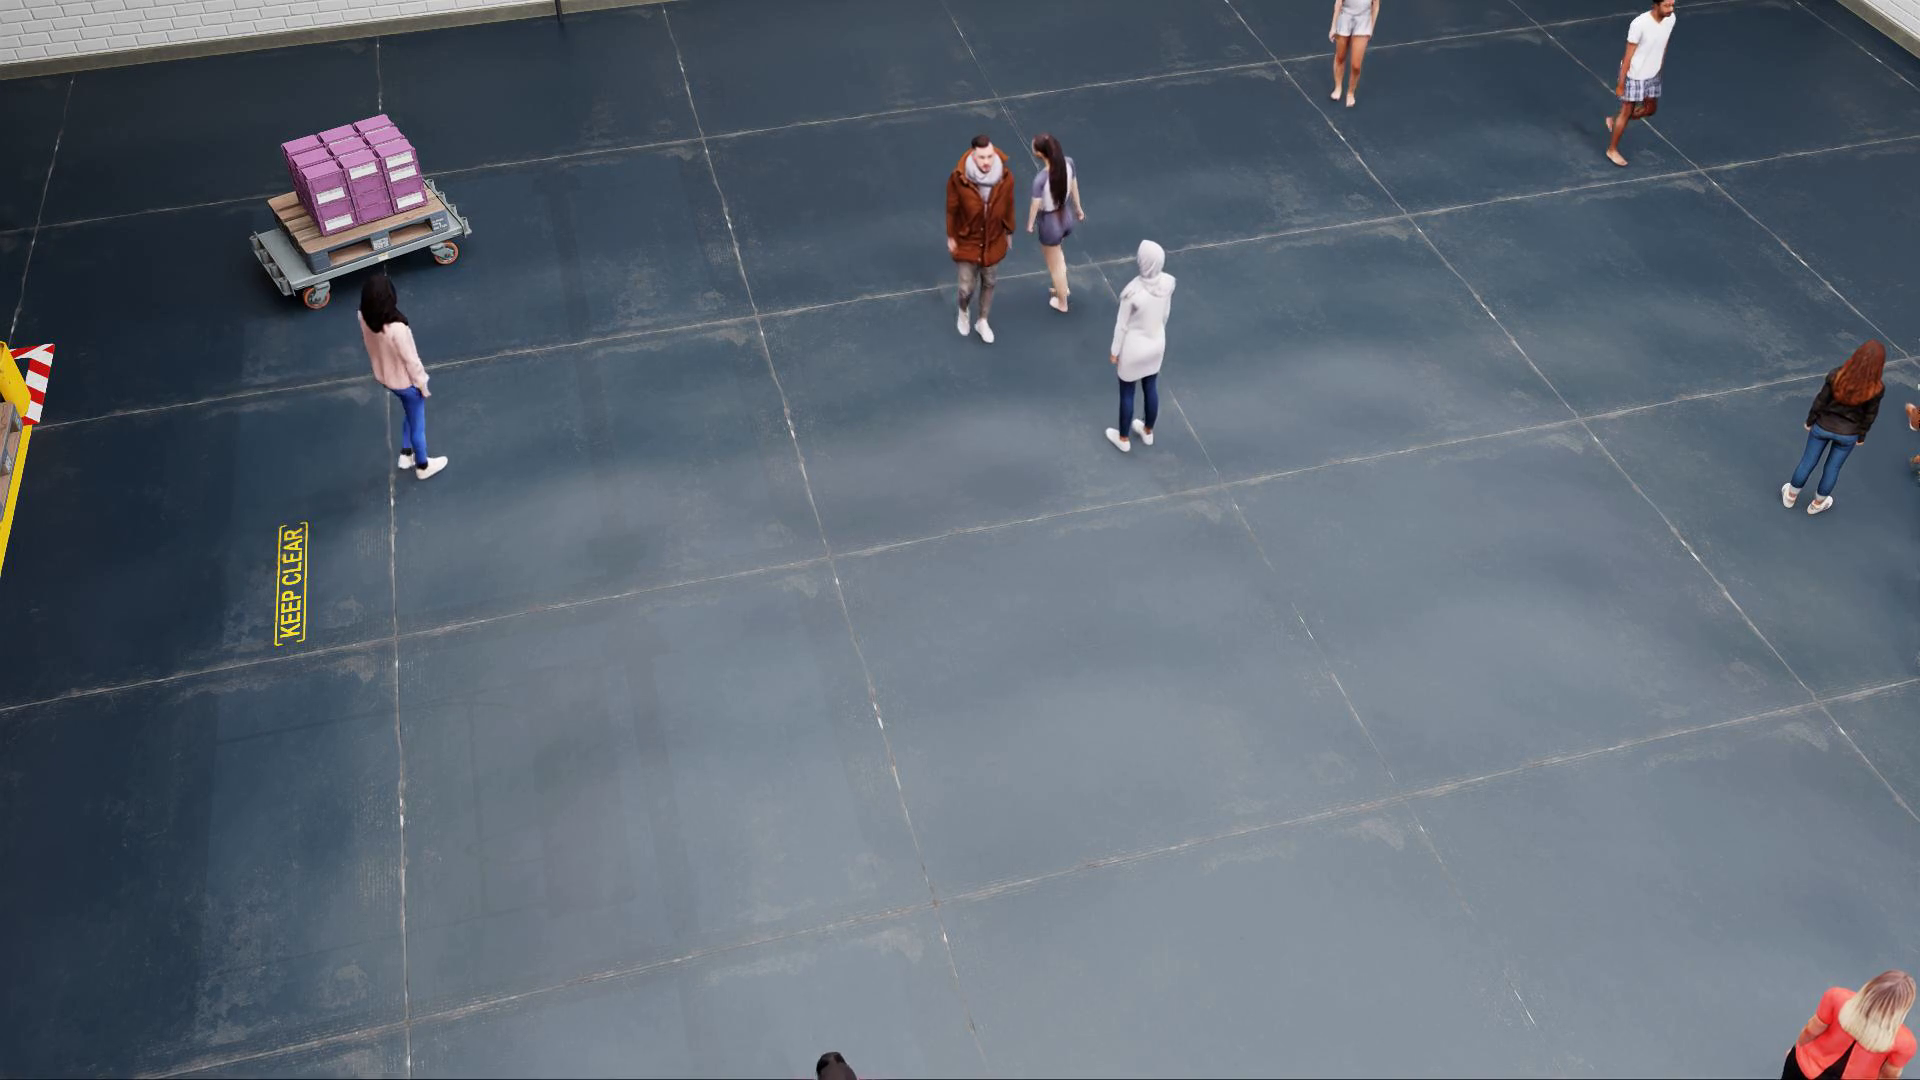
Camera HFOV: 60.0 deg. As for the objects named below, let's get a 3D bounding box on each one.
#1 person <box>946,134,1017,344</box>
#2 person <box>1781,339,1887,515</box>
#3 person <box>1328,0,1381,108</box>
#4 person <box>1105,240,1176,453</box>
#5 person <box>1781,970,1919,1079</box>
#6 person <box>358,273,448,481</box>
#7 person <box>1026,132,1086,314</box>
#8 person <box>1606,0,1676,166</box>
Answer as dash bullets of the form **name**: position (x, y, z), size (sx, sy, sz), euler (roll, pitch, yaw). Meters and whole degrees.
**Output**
- **person**: position (0.127, -2.413, 13.161), size (0.715, 1.832, 0.671), euler (-12, 45, -12)
- **person**: position (6.182, -0.797, 11.717), size (0.637, 1.483, 0.697), euler (22, 48, 21)
- **person**: position (3.812, -5.019, 16.067), size (0.694, 1.597, 0.741), euler (15, 46, 15)
- **person**: position (1.335, -1.399, 12.137), size (0.647, 1.776, 0.590), euler (-19, 47, -19)
- **person**: position (4.208, 2.583, 8.017), size (0.732, 1.693, 0.623), euler (-34, 53, -31)
- **person**: position (-4.049, -1.099, 11.831), size (0.755, 1.763, 0.842), euler (29, 51, 27)
- **person**: position (0.828, -2.510, 13.408), size (0.763, 1.632, 0.762), euler (-29, 51, -27)
- **person**: position (6.170, -4.300, 15.228), size (0.732, 1.713, 0.770), euler (-19, 47, -19)
